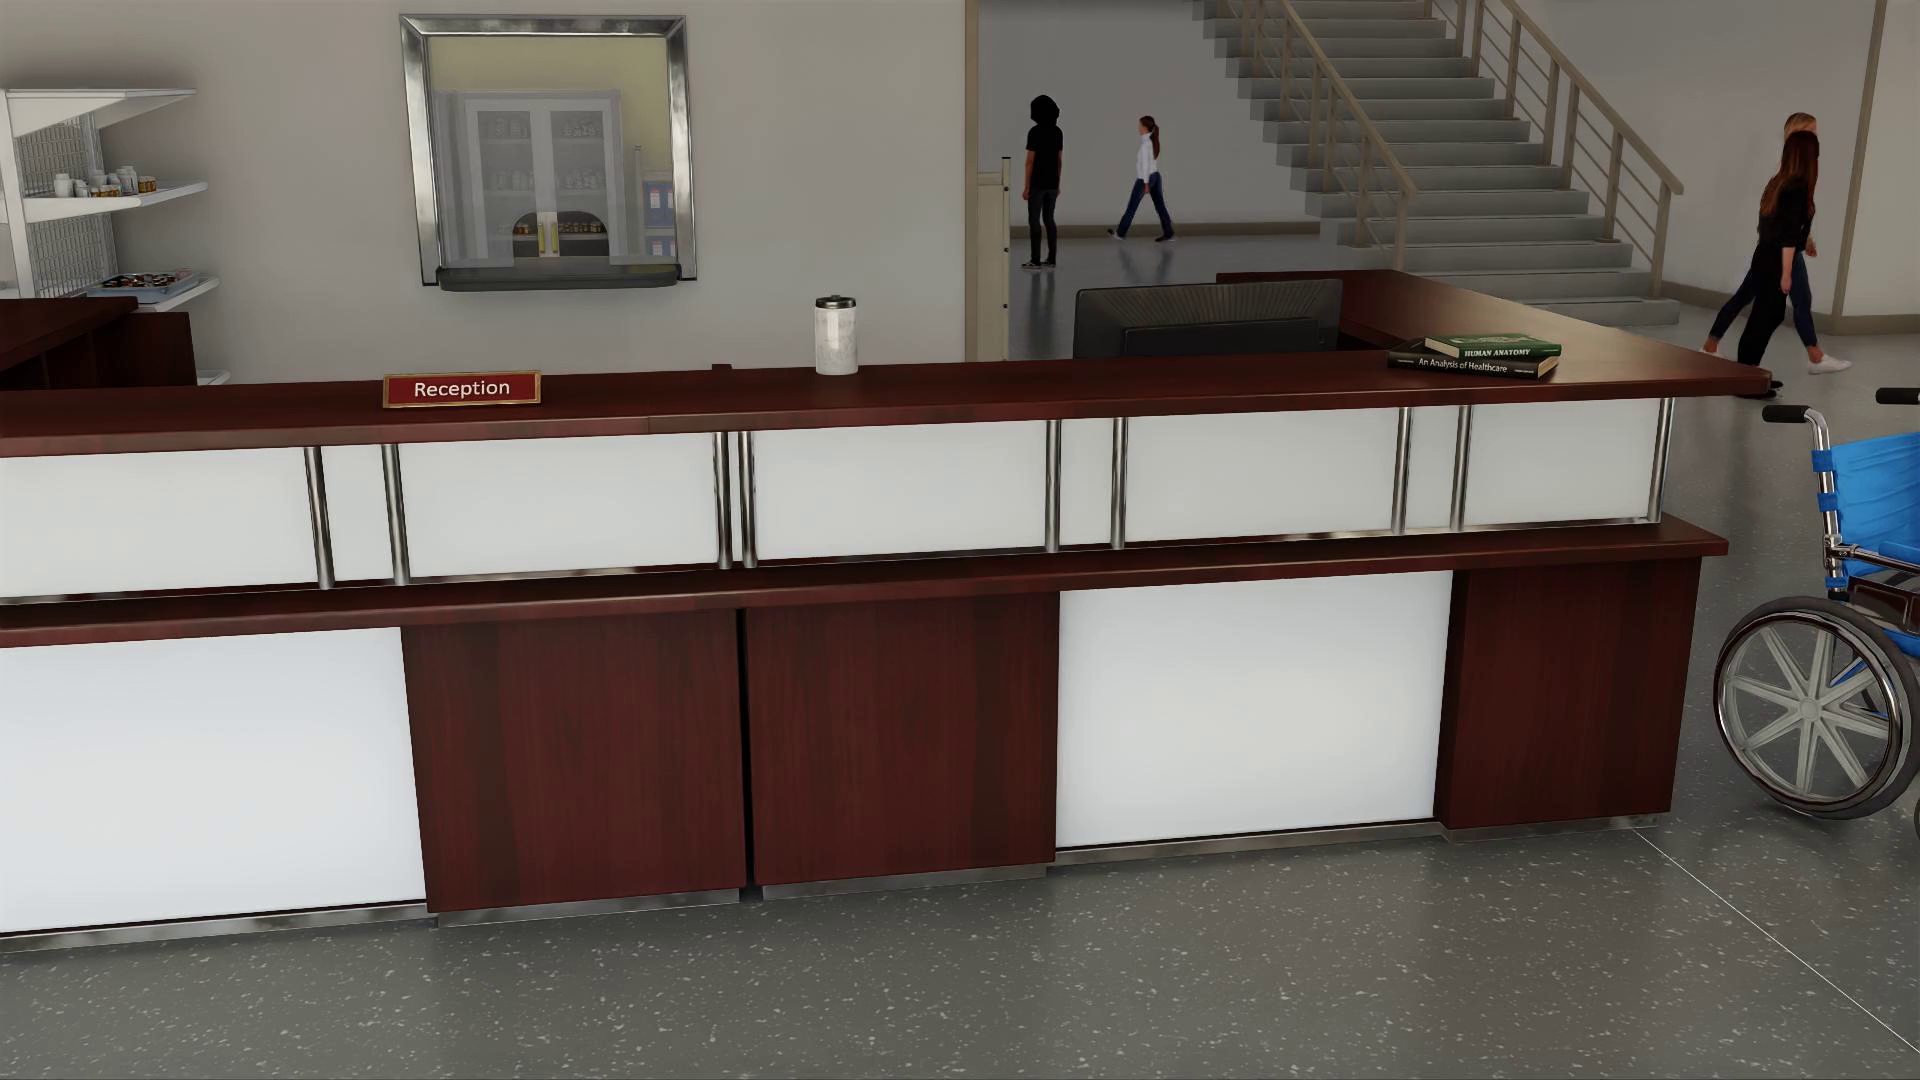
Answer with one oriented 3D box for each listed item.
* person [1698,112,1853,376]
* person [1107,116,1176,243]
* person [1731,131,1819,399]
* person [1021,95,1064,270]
[{"bbox_3d":[5.502,-1.977,11.399,1.057,1.750,1.214,5,17,17],"label":"person"},{"bbox_3d":[2.372,-4.340,20.224,1.053,1.510,1.036,10,18,31],"label":"person"},{"bbox_3d":[5.254,-1.782,10.800,0.744,1.700,0.648,5,16,17],"label":"person"},{"bbox_3d":[0.900,-3.846,17.865,0.711,1.826,0.697,-12,20,-37],"label":"person"}]
